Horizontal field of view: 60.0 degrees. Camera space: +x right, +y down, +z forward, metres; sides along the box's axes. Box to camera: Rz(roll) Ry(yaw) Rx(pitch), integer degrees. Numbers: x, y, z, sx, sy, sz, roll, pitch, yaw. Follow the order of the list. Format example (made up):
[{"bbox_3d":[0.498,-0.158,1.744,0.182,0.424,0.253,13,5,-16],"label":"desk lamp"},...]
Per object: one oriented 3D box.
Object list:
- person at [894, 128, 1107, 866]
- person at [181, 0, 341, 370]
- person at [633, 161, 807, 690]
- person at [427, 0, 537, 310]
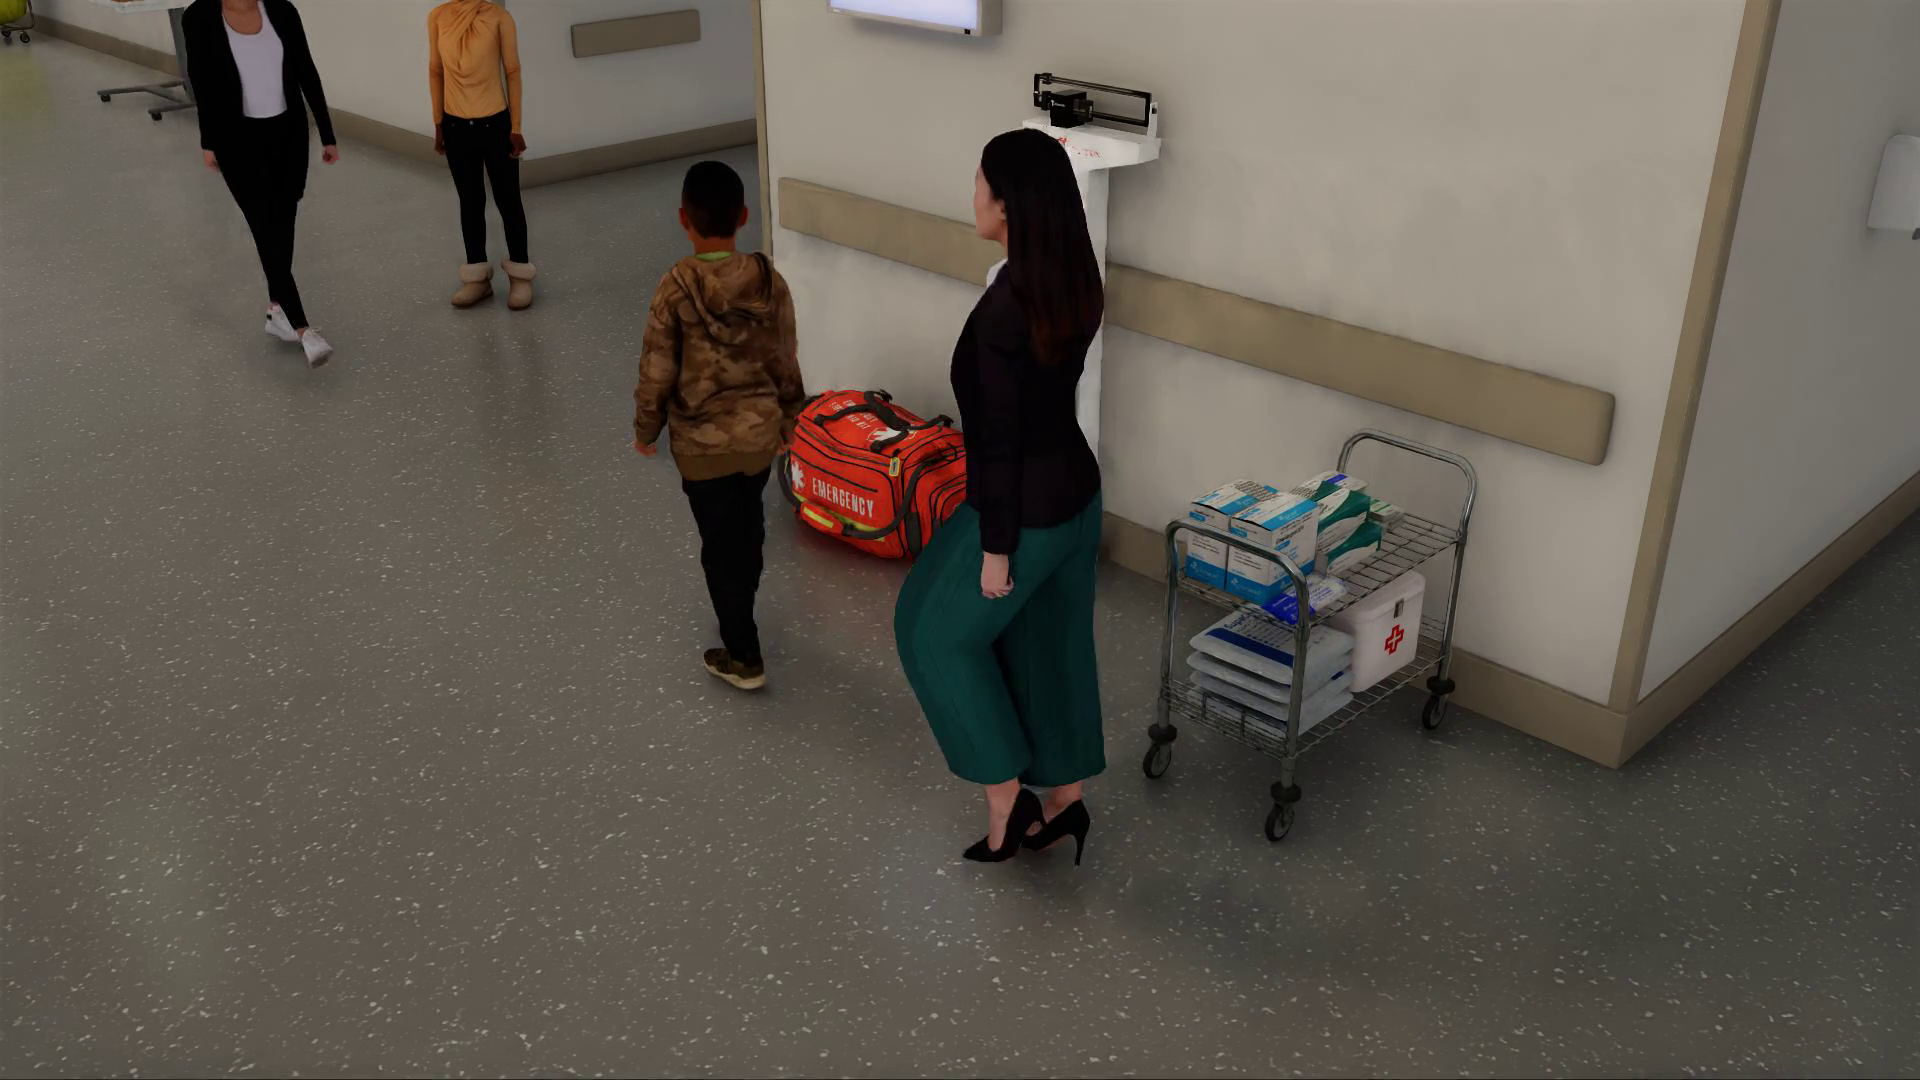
[{"bbox_3d":[0.229,-0.006,3.644,0.744,1.724,0.677,15,30,29],"label":"person"},{"bbox_3d":[-2.943,-1.625,6.964,0.681,1.757,1.116,-20,32,-36],"label":"person"},{"bbox_3d":[-0.599,-0.267,4.521,0.653,1.432,0.803,-19,32,-34],"label":"person"},{"bbox_3d":[-2.213,-1.910,7.667,0.682,1.660,0.752,2,26,4],"label":"person"}]
